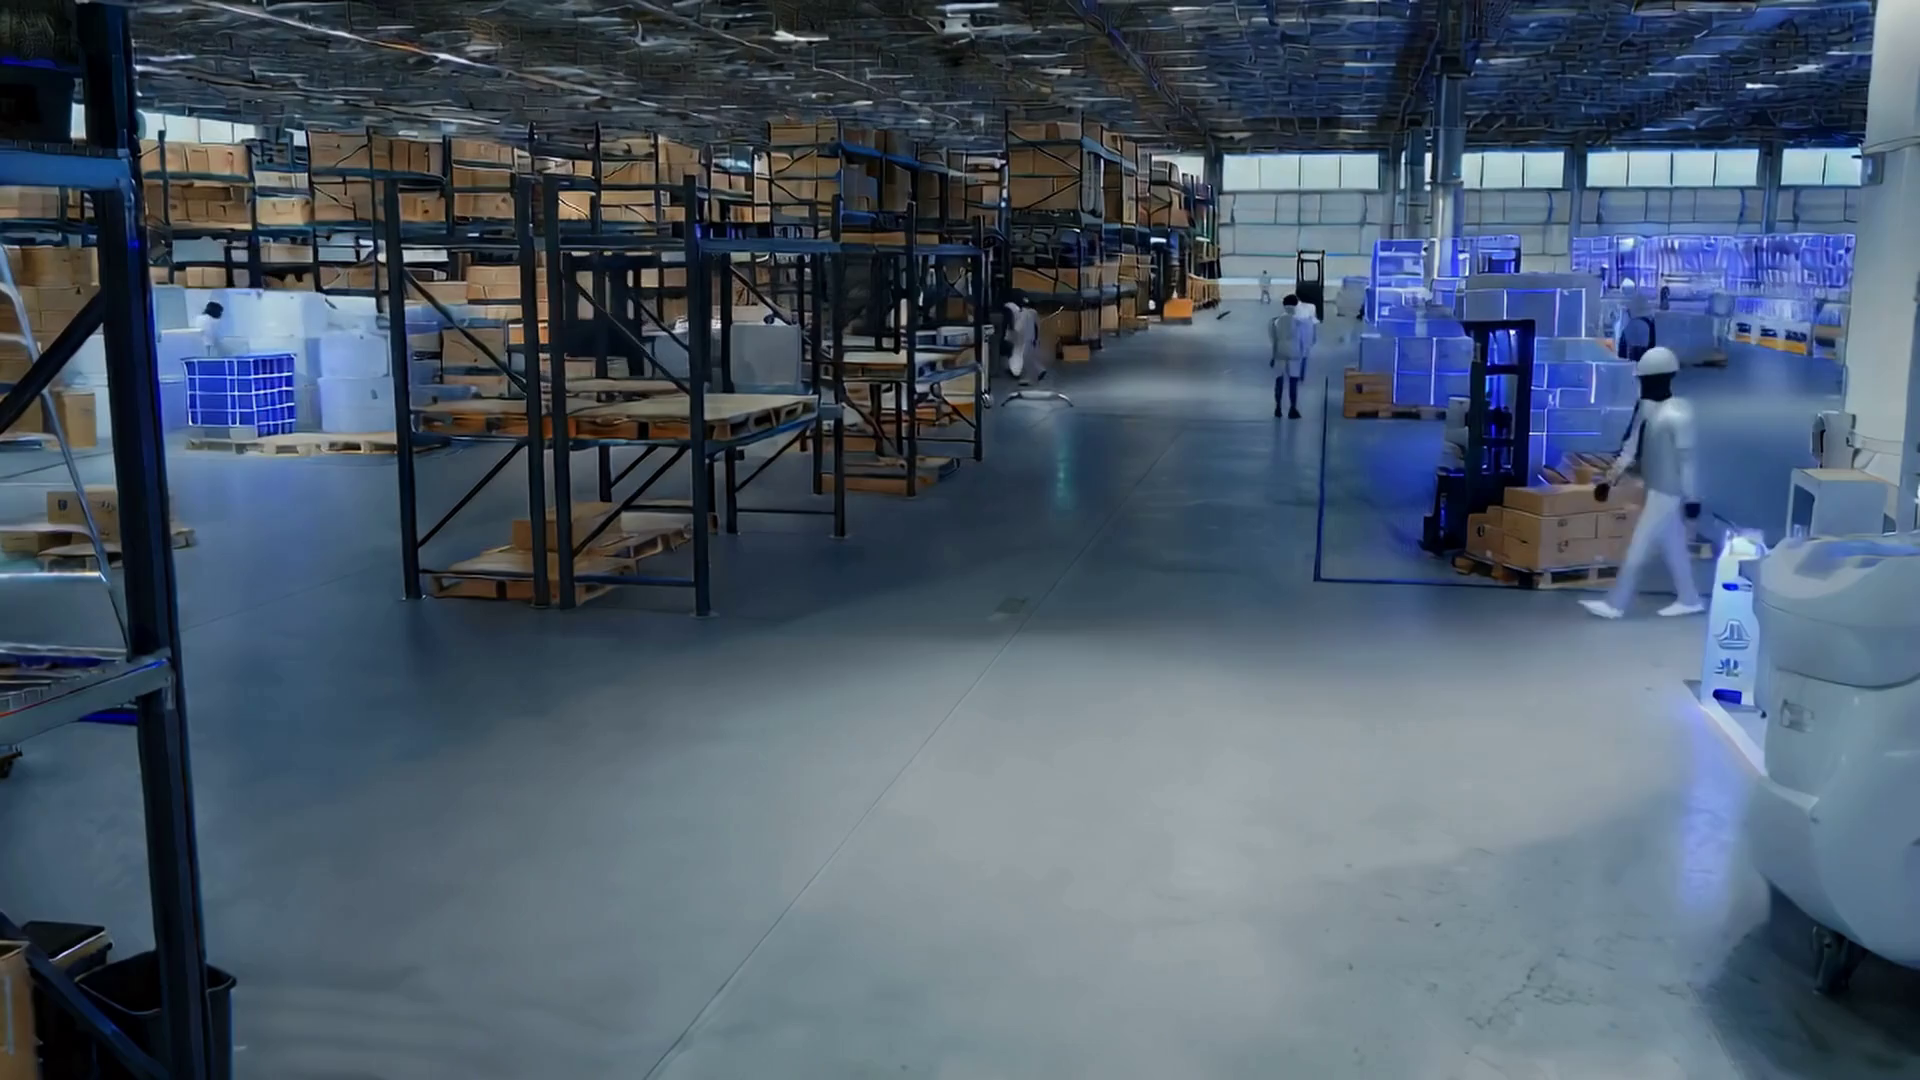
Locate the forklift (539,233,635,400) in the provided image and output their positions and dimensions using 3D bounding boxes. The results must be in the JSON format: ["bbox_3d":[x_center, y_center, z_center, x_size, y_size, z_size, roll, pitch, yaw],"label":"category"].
[{"bbox_3d":[-5.093,-2.878,23.249,1.129,2.768,1.873,2,10,12],"label":"forklift"}]

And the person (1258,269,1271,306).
[{"bbox_3d":[16.119,-13.344,88.014,0.649,1.943,1.041,-3,10,-18],"label":"person"}]

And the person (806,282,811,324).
[{"bbox_3d":[-5.681,-9.160,64.164,0.499,1.629,0.287,0,10,-2],"label":"person"}]

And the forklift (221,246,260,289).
[{"bbox_3d":[-20.027,-6.792,46.428,1.129,2.768,1.873,2,10,12],"label":"forklift"}]

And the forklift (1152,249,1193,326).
[{"bbox_3d":[7.646,-9.320,61.395,1.873,2.768,1.129,2,10,11],"label":"forklift"}]

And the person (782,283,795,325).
[{"bbox_3d":[-5.801,-7.874,56.366,0.319,1.690,0.535,9,13,43],"label":"person"}]

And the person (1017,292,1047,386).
[{"bbox_3d":[1.414,-3.965,32.733,0.630,1.849,0.532,-5,11,-25],"label":"person"}]

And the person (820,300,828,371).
[{"bbox_3d":[-2.880,-4.148,34.437,0.308,1.641,0.514,3,10,18],"label":"person"}]

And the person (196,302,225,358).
[{"bbox_3d":[-12.096,-2.907,26.637,0.629,1.802,0.680,-9,13,-44],"label":"person"}]

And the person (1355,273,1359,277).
[{"bbox_3d":[21.983,-13.916,92.044,0.844,1.708,0.557,-4,10,-22],"label":"person"}]

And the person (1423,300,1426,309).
[{"bbox_3d":[15.827,-7.807,56.148,0.279,1.624,0.494,-7,12,-34],"label":"person"}]

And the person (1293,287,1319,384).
[{"bbox_3d":[6.847,-4.088,33.249,0.629,1.911,1.017,2,10,13],"label":"person"}]

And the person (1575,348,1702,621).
[{"bbox_3d":[4.698,-0.366,11.357,1.000,1.873,0.603,0,10,-3],"label":"person"}]

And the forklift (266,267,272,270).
[{"bbox_3d":[-23.694,-8.645,57.399,1.873,2.768,1.129,-2,10,-12],"label":"forklift"}]

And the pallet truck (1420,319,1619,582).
[{"bbox_3d":[4.543,-0.757,13.299,0.823,1.965,1.885,-4,10,-22],"label":"pallet truck"}]

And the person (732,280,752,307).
[{"bbox_3d":[-5.950,-6.140,45.351,0.552,1.936,0.360,2,10,13],"label":"person"}]

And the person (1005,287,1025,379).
[{"bbox_3d":[1.164,-4.288,34.476,0.431,1.905,0.620,7,12,35],"label":"person"}]

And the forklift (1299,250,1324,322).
[{"bbox_3d":[13.778,-10.002,65.433,1.129,2.768,1.873,2,10,12],"label":"forklift"}]

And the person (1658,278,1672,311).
[{"bbox_3d":[24.608,-8.227,58.080,0.403,1.816,0.604,7,12,36],"label":"person"}]

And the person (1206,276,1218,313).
[{"bbox_3d":[11.517,-11.217,76.053,0.541,1.714,0.922,2,10,11],"label":"person"}]

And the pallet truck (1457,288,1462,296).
[{"bbox_3d":[20.506,-9.785,68.819,0.653,1.274,1.630,2,10,12],"label":"pallet truck"}]

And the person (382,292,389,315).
[{"bbox_3d":[-13.605,-5.048,39.599,0.319,1.696,0.532,-4,10,-22],"label":"person"}]

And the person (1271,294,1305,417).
[{"bbox_3d":[5.165,-2.892,26.130,0.551,1.932,0.378,6,11,32],"label":"person"}]

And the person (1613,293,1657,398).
[{"bbox_3d":[9.326,-2.411,22.968,0.691,2.000,0.627,-9,13,-42],"label":"person"}]

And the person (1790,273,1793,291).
[{"bbox_3d":[39.858,-11.879,79.638,0.586,1.836,0.403,-4,10,-21],"label":"person"}]

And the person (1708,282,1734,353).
[{"bbox_3d":[20.184,-5.907,44.142,0.644,1.890,0.581,3,10,18],"label":"person"}]
